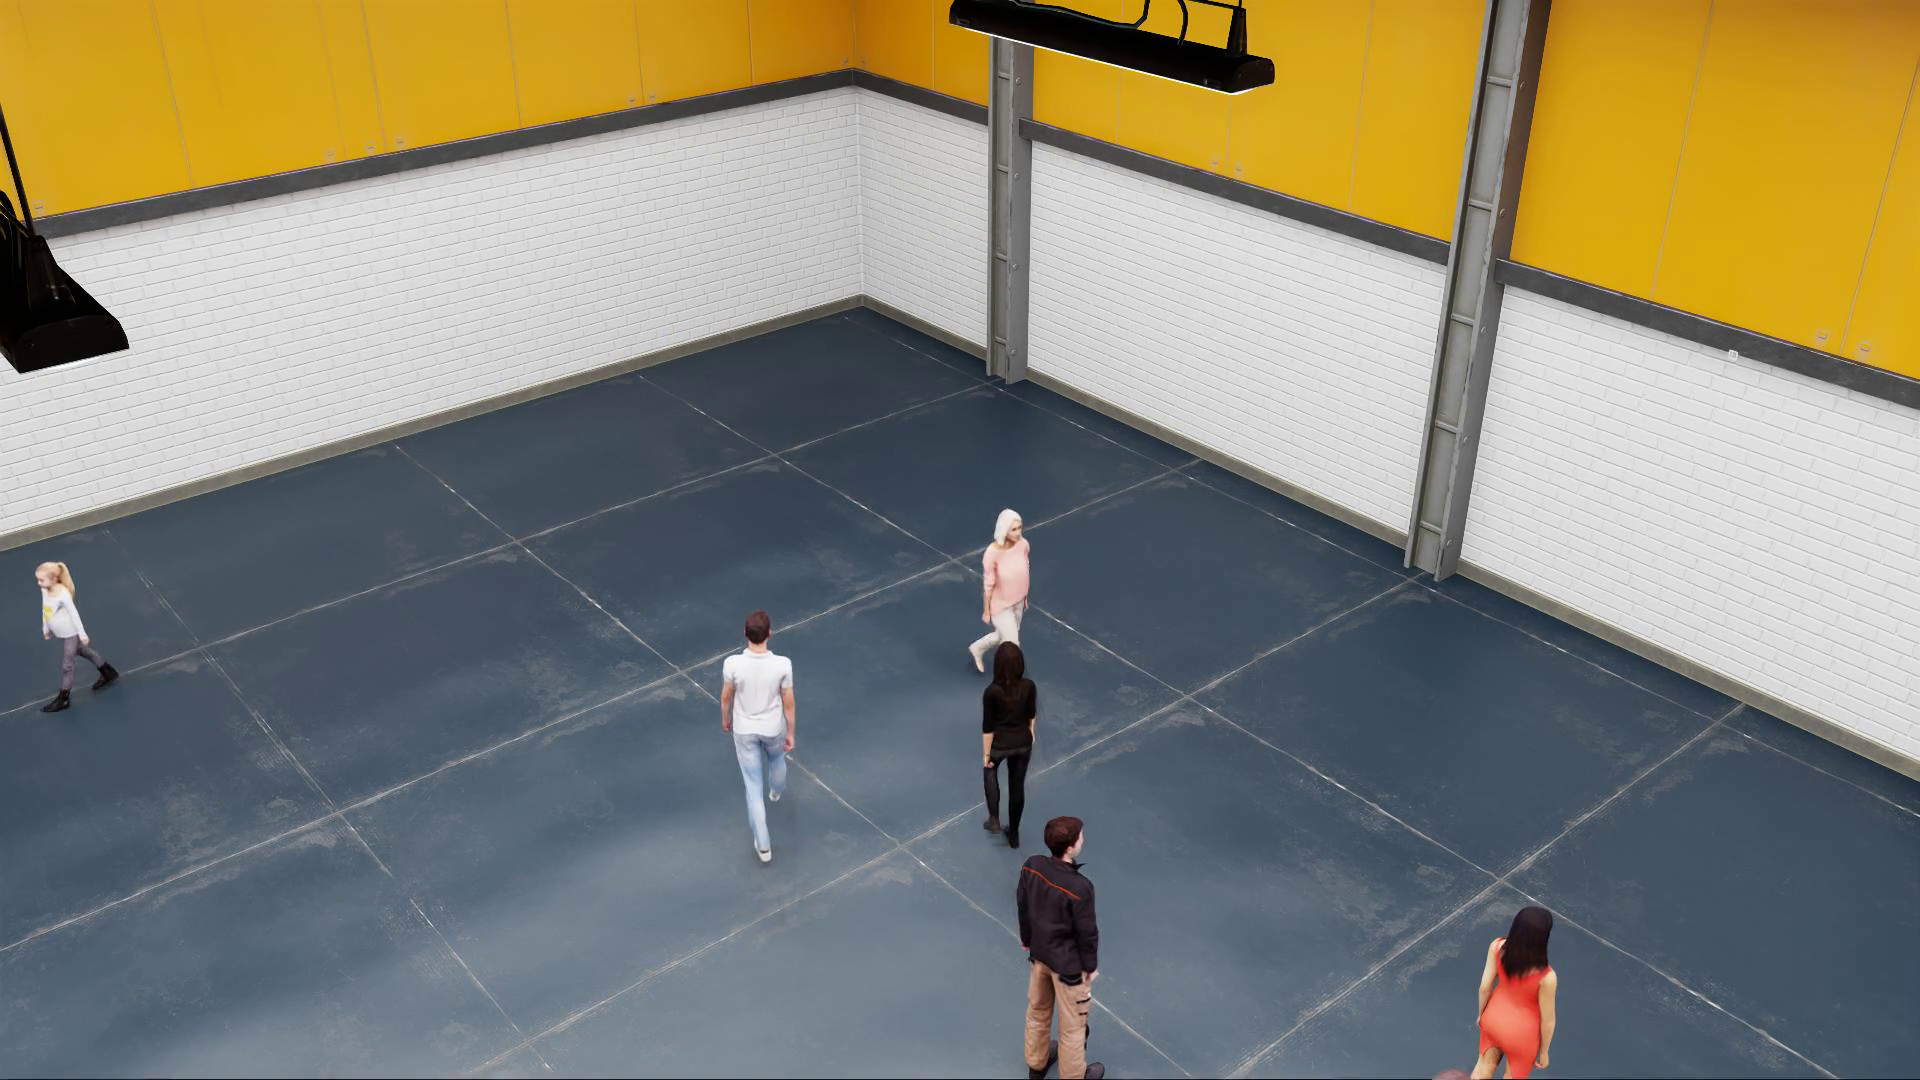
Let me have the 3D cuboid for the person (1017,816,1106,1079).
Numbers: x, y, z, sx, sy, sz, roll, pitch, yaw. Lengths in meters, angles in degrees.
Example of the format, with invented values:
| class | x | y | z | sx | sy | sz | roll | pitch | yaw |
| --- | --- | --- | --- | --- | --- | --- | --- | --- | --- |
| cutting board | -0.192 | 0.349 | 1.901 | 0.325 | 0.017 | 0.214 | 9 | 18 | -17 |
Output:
| class | x | y | z | sx | sy | sz | roll | pitch | yaw |
| --- | --- | --- | --- | --- | --- | --- | --- | --- | --- |
| person | 0.572 | 2.411 | 9.637 | 0.595 | 1.922 | 0.789 | 23 | 36 | 35 |

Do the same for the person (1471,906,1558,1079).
| class | x | y | z | sx | sy | sz | roll | pitch | yaw |
| --- | --- | --- | --- | --- | --- | --- | --- | --- | --- |
| person | 3.070 | 2.727 | 9.269 | 0.648 | 1.719 | 0.435 | -23 | 36 | -35 |

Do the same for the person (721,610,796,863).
| class | x | y | z | sx | sy | sz | roll | pitch | yaw |
| --- | --- | --- | --- | --- | --- | --- | --- | --- | --- |
| person | -1.399 | 1.401 | 11.618 | 1.082 | 1.797 | 1.297 | -4 | 29 | -8 |

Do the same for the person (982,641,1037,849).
| class | x | y | z | sx | sy | sz | roll | pitch | yaw |
| --- | --- | --- | --- | --- | --- | --- | --- | --- | --- |
| person | 0.369 | 1.481 | 11.648 | 0.684 | 1.628 | 0.724 | -5 | 29 | -9 |

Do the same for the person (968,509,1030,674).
| class | x | y | z | sx | sy | sz | roll | pitch | yaw |
| --- | --- | --- | --- | --- | --- | --- | --- | --- | --- |
| person | 0.321 | 0.487 | 13.394 | 0.633 | 1.701 | 0.994 | -21 | 35 | -33 |

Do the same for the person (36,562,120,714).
| class | x | y | z | sx | sy | sz | roll | pitch | yaw |
| --- | --- | --- | --- | --- | --- | --- | --- | --- | --- |
| person | -7.141 | 0.722 | 13.435 | 0.885 | 1.249 | 0.701 | 20 | 34 | 32 |
